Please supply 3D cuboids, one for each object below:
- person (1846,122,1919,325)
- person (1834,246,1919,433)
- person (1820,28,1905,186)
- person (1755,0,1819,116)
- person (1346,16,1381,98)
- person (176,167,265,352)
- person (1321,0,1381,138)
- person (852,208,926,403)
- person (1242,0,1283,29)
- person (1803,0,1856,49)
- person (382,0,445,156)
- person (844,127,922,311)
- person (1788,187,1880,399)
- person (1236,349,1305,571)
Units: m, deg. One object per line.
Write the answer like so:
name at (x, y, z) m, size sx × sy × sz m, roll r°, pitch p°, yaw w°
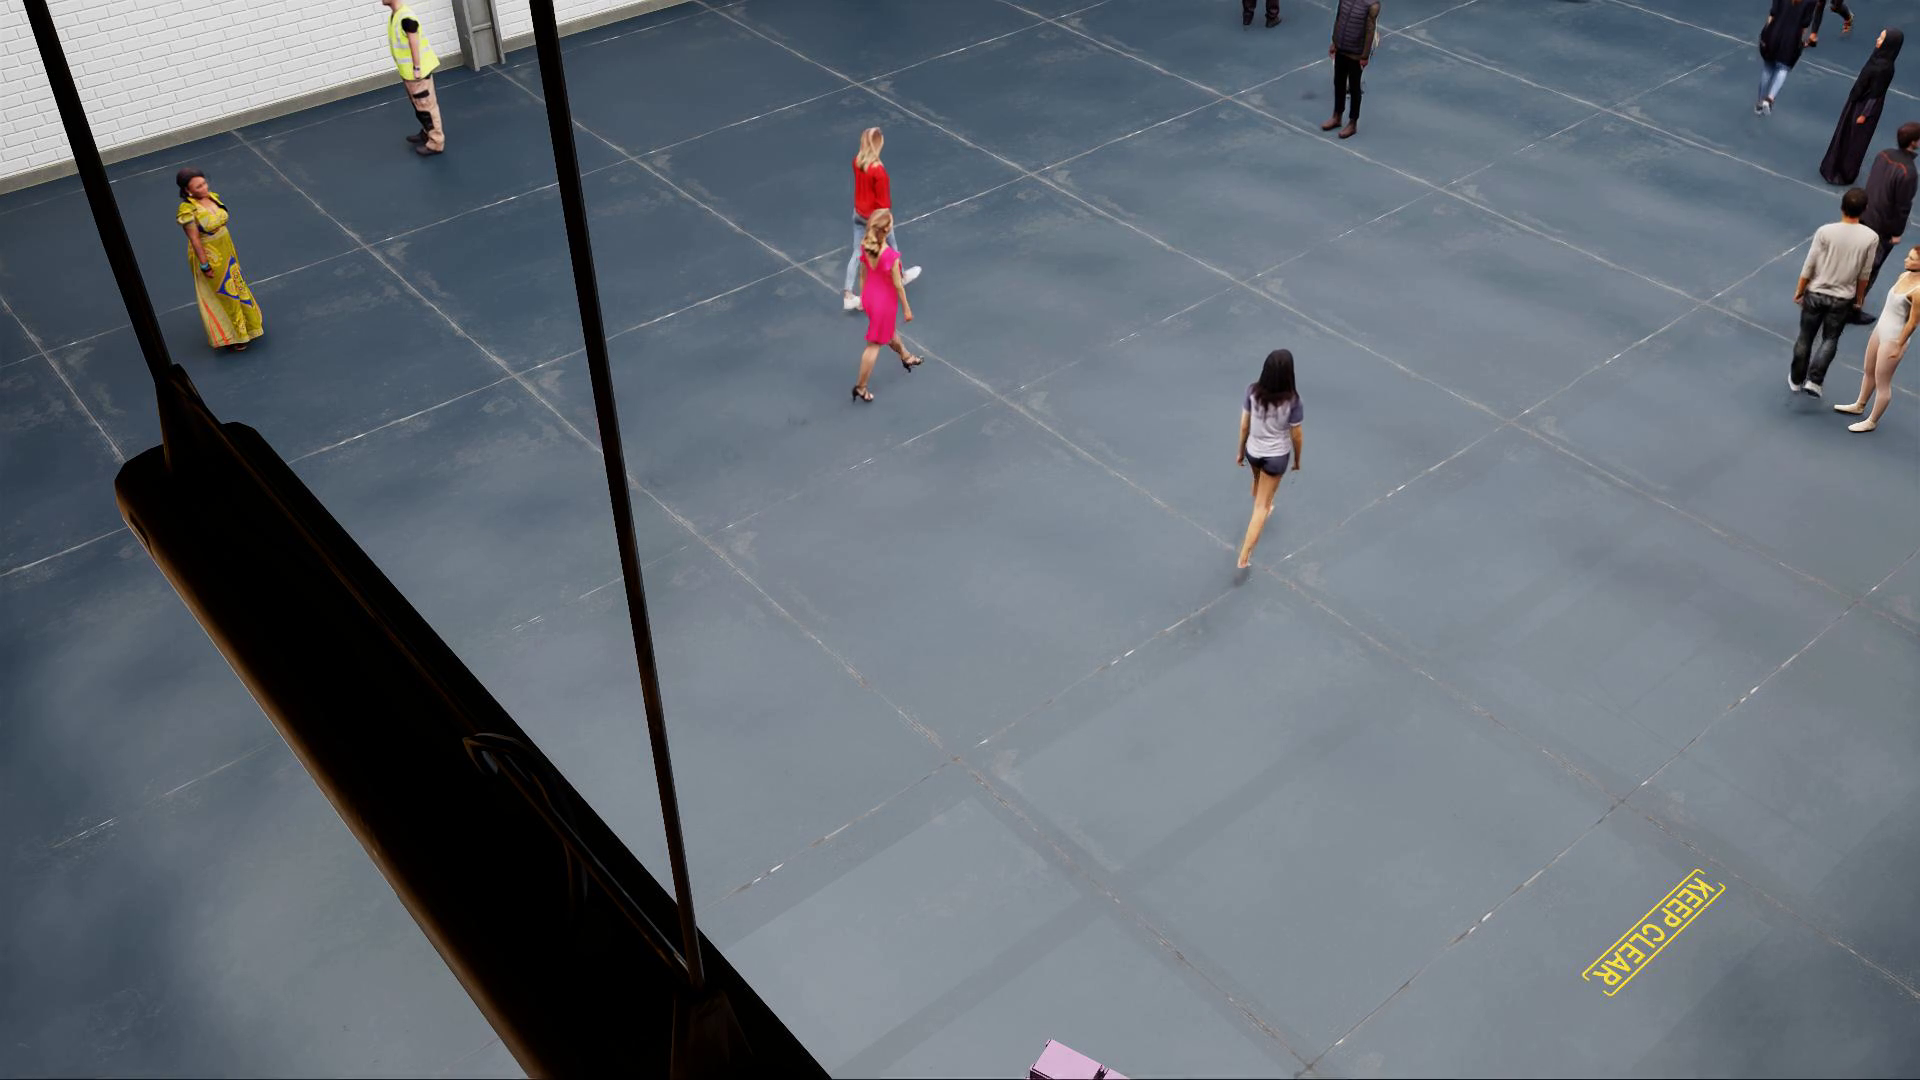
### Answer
person at (8.078, -2.802, 14.633) m, size 0.797 × 1.838 × 0.796 m, roll -3°, pitch 39°, yaw -4°
person at (7.458, -1.622, 13.311) m, size 0.660 × 1.643 × 0.612 m, roll 1°, pitch 39°, yaw 1°
person at (9.152, -4.395, 16.808) m, size 0.770 × 1.614 × 0.687 m, roll 10°, pitch 40°, yaw 13°
person at (8.865, -5.361, 17.970) m, size 0.759 × 1.672 × 0.882 m, roll 20°, pitch 43°, yaw 23°
person at (4.414, -5.608, 18.471) m, size 0.677 × 1.433 × 0.627 m, roll -3°, pitch 39°, yaw -4°
person at (-6.427, -2.446, 14.329) m, size 1.055 × 1.660 × 0.991 m, roll 4°, pitch 39°, yaw 5°
person at (4.163, -5.204, 17.643) m, size 0.598 × 1.835 × 0.704 m, roll -22°, pitch 44°, yaw -26°
person at (-0.725, -1.878, 13.594) m, size 1.031 × 1.691 × 0.611 m, roll -26°, pitch 45°, yaw -29°
person at (3.705, -7.169, 20.041) m, size 0.770 × 1.913 × 0.743 m, roll 17°, pitch 42°, yaw 20°
person at (10.357, -6.623, 19.538) m, size 1.003 × 1.687 × 0.765 m, roll -20°, pitch 43°, yaw -23°
person at (-5.687, -4.939, 17.306) m, size 0.742 × 1.842 × 0.733 m, roll -20°, pitch 43°, yaw -23°
person at (-0.853, -2.813, 14.796) m, size 1.114 × 1.651 × 0.655 m, roll -30°, pitch 47°, yaw -32°
person at (7.132, -1.972, 13.633) m, size 0.860 × 1.788 × 0.945 m, roll 18°, pitch 42°, yaw 21°
person at (2.179, -0.555, 11.938) m, size 0.927 × 1.690 × 1.232 m, roll 17°, pitch 42°, yaw 20°
